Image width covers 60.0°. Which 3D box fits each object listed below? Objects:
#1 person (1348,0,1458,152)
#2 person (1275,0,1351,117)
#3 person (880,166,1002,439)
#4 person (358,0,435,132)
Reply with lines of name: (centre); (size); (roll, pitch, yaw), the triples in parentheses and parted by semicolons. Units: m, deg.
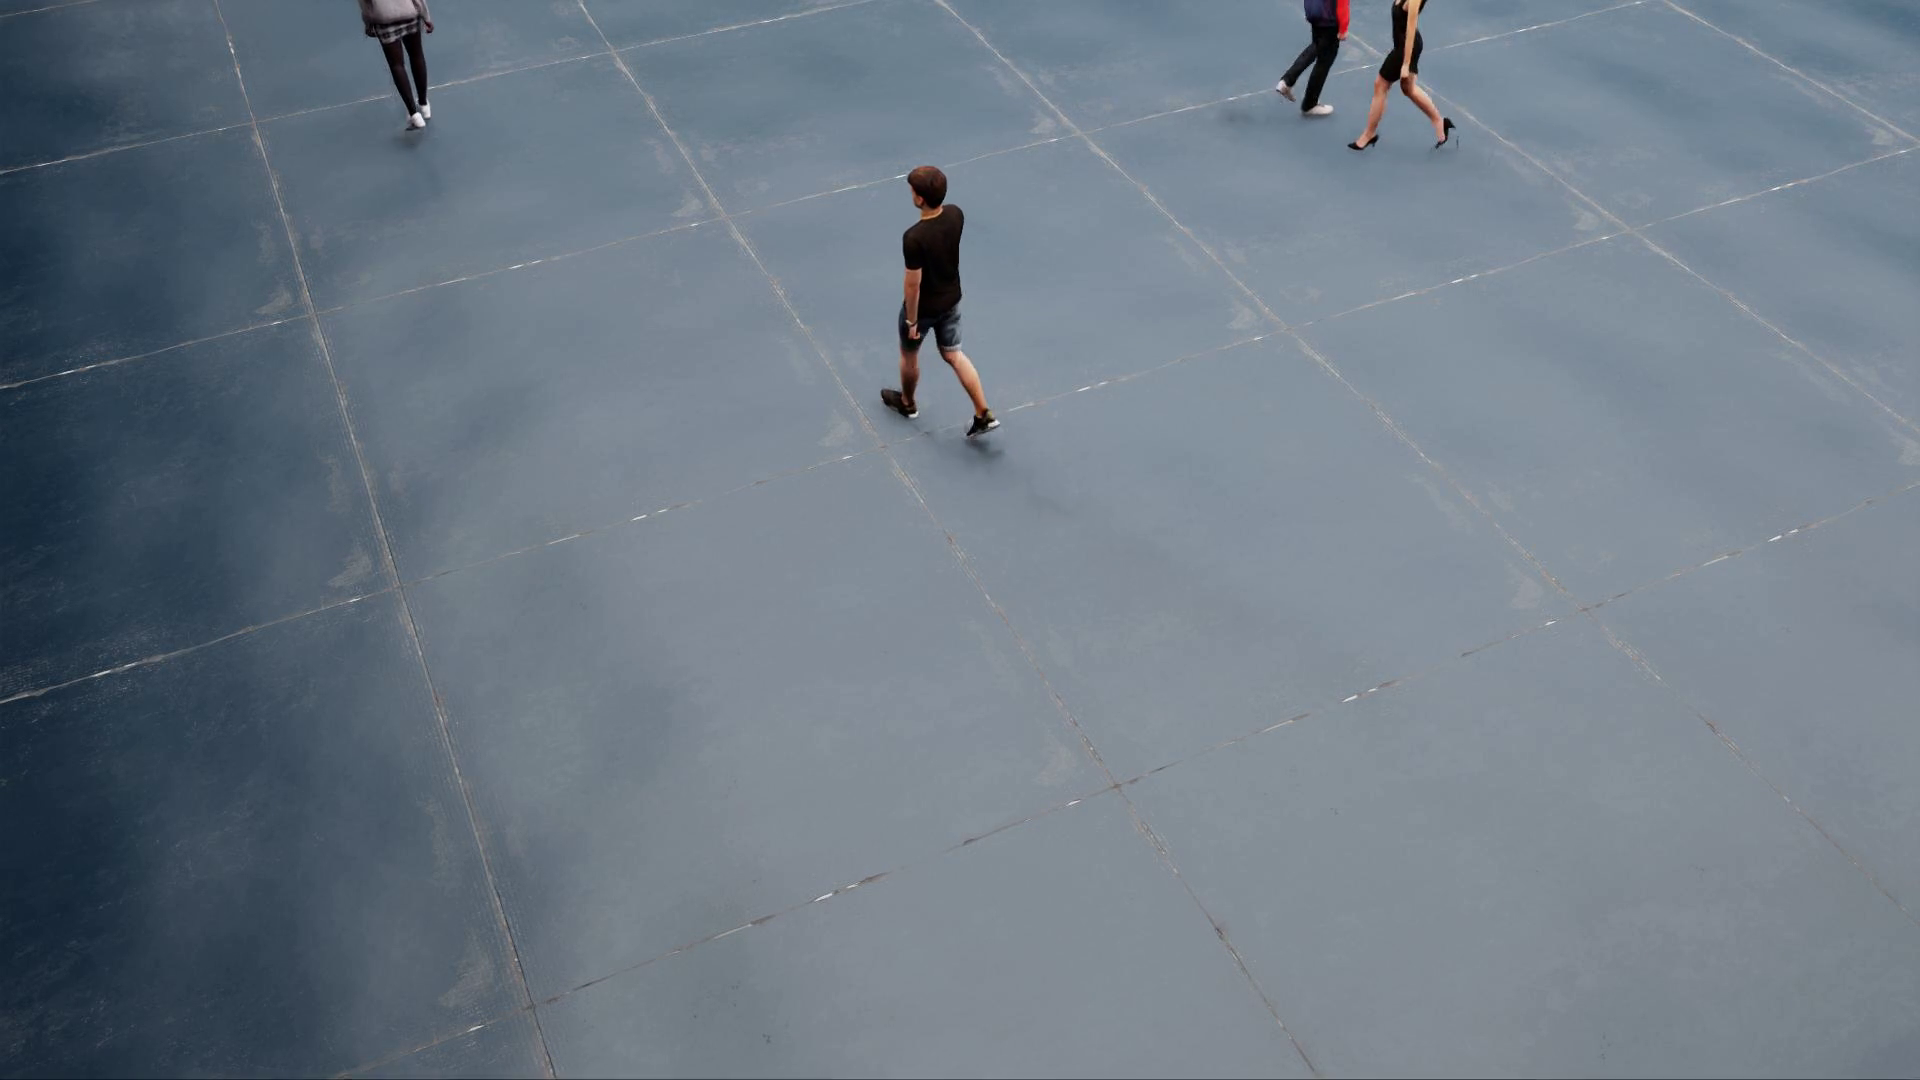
person: (3.456, -3.657, 12.578); (1.031, 1.619, 1.033); (8, 43, 9)
person: (2.772, -4.121, 12.997); (0.766, 1.744, 0.702); (-10, 43, -11)
person: (-0.086, -1.378, 9.919); (0.910, 1.820, 1.231); (-33, 52, -31)
person: (-4.358, -4.013, 12.884); (0.657, 1.736, 0.875); (-17, 45, -18)
